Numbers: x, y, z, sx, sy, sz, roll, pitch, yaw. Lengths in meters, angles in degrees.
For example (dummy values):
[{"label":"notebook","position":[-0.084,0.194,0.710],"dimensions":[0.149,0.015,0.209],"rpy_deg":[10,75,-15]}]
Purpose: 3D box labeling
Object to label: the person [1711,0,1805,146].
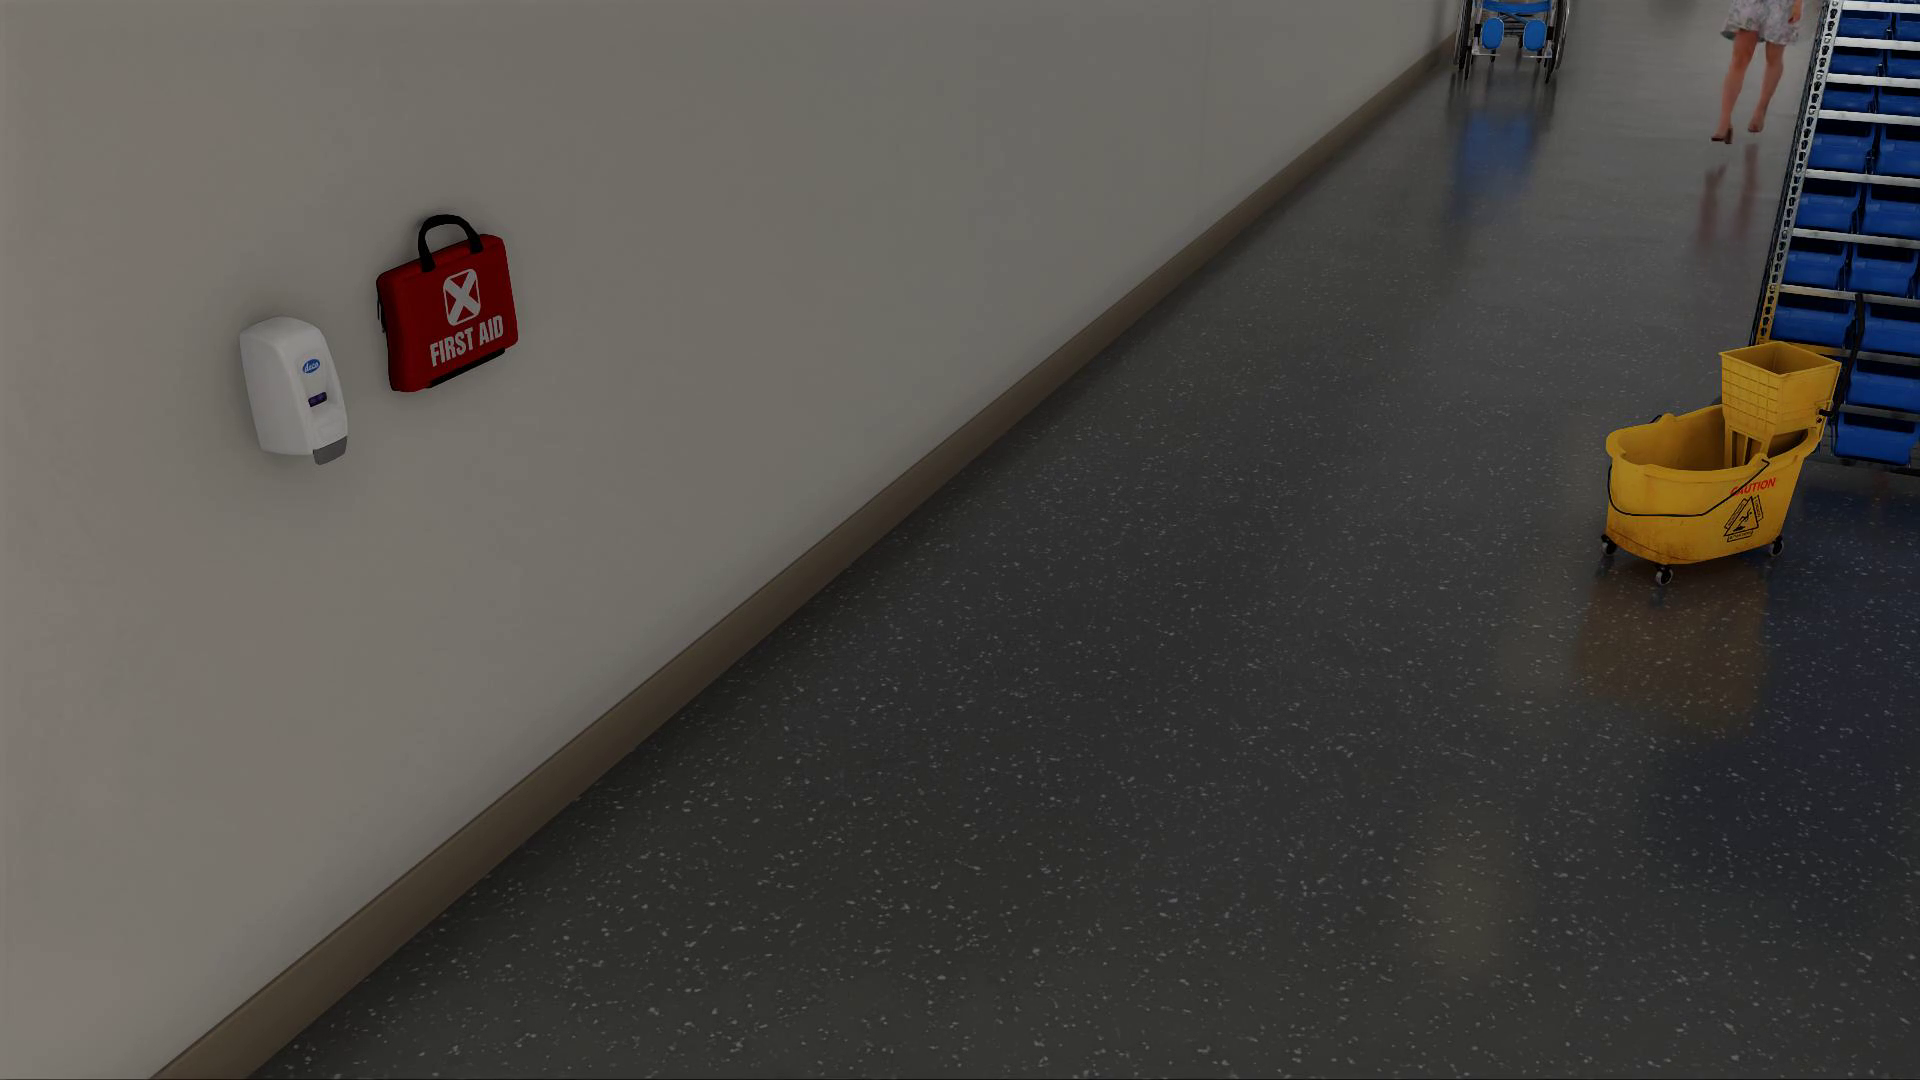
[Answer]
[{"label":"person","position":[5.308,-3.448,10.829],"dimensions":[1.176,1.720,0.879],"rpy_deg":[19,32,35]}]
